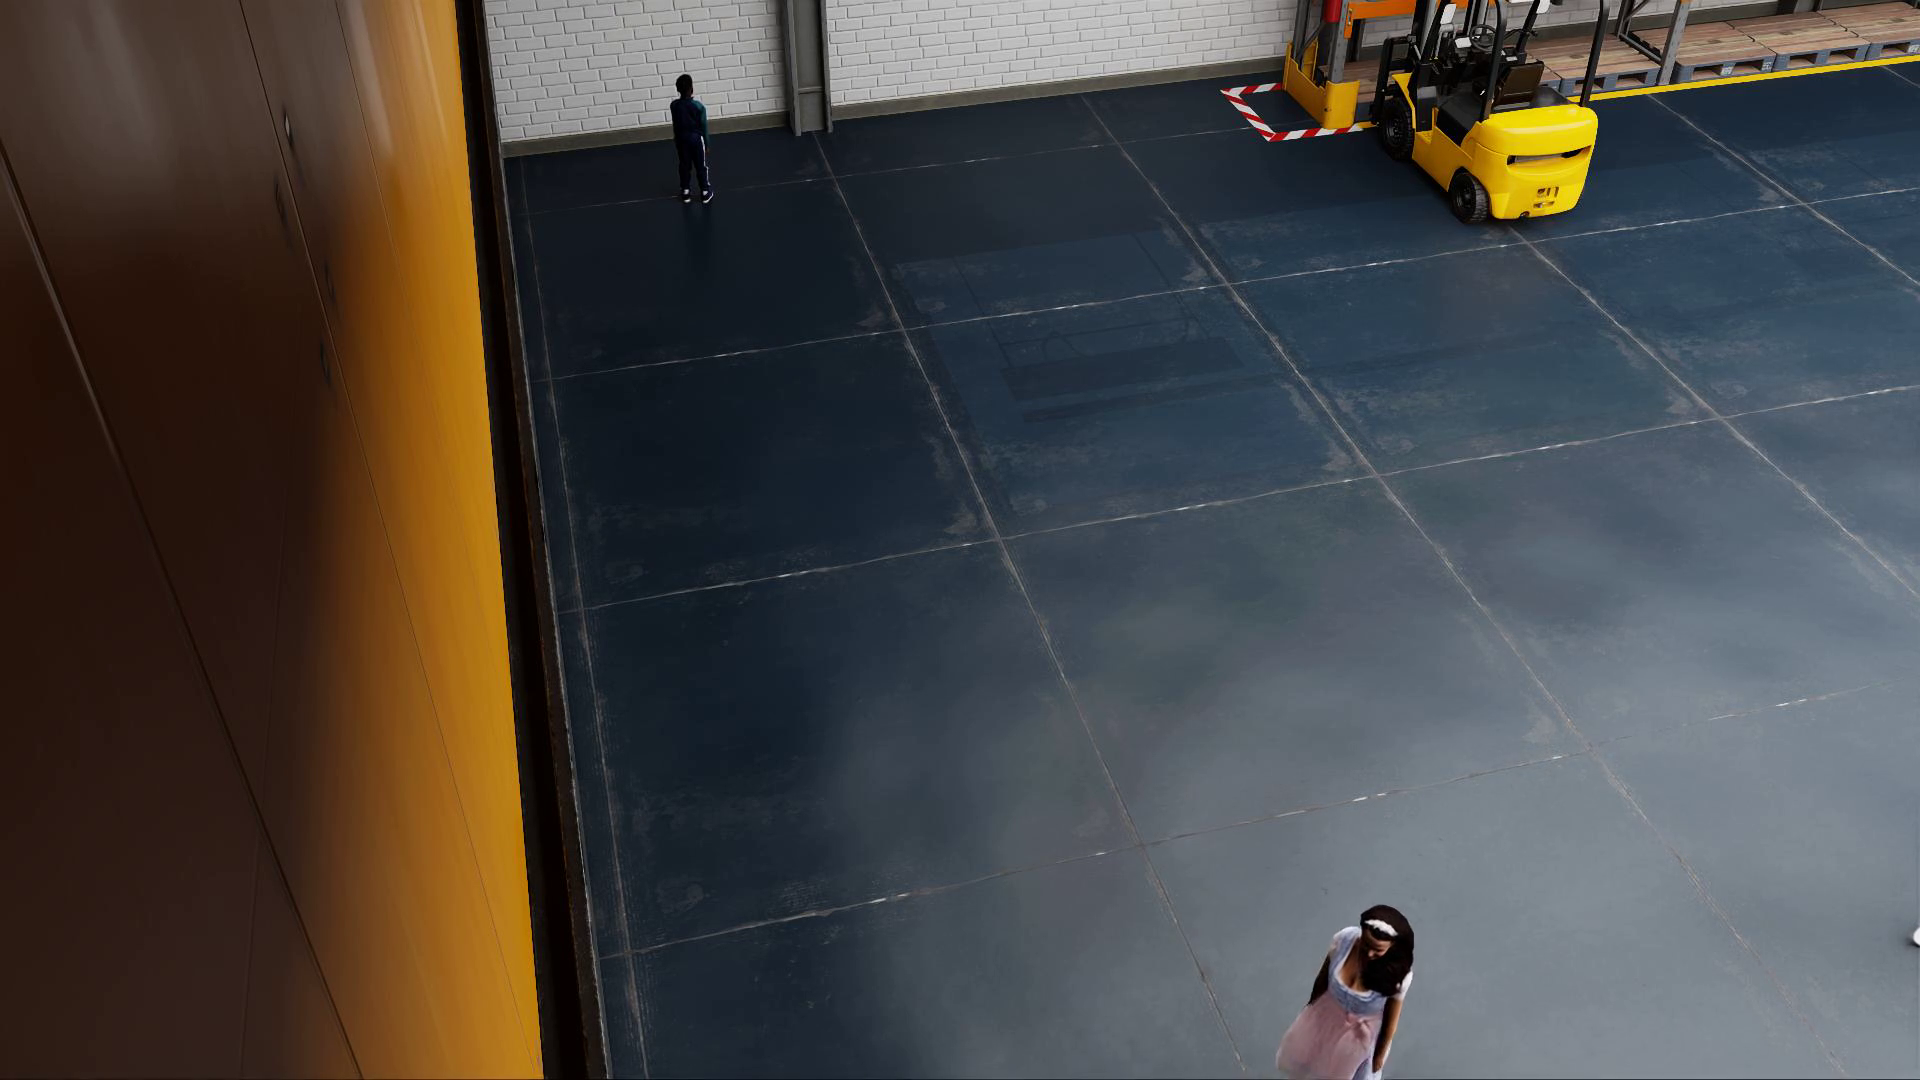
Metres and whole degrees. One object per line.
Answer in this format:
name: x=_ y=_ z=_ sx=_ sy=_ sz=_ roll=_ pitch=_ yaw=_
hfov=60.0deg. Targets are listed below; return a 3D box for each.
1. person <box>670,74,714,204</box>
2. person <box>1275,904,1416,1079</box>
person: x=-2.572 y=-3.830 z=15.860 sx=0.510 sy=1.255 sz=0.619 roll=5 pitch=39 yaw=6
person: x=1.870 y=2.255 z=7.807 sx=0.868 sy=1.795 sz=0.952 roll=30 pitch=47 yaw=32
